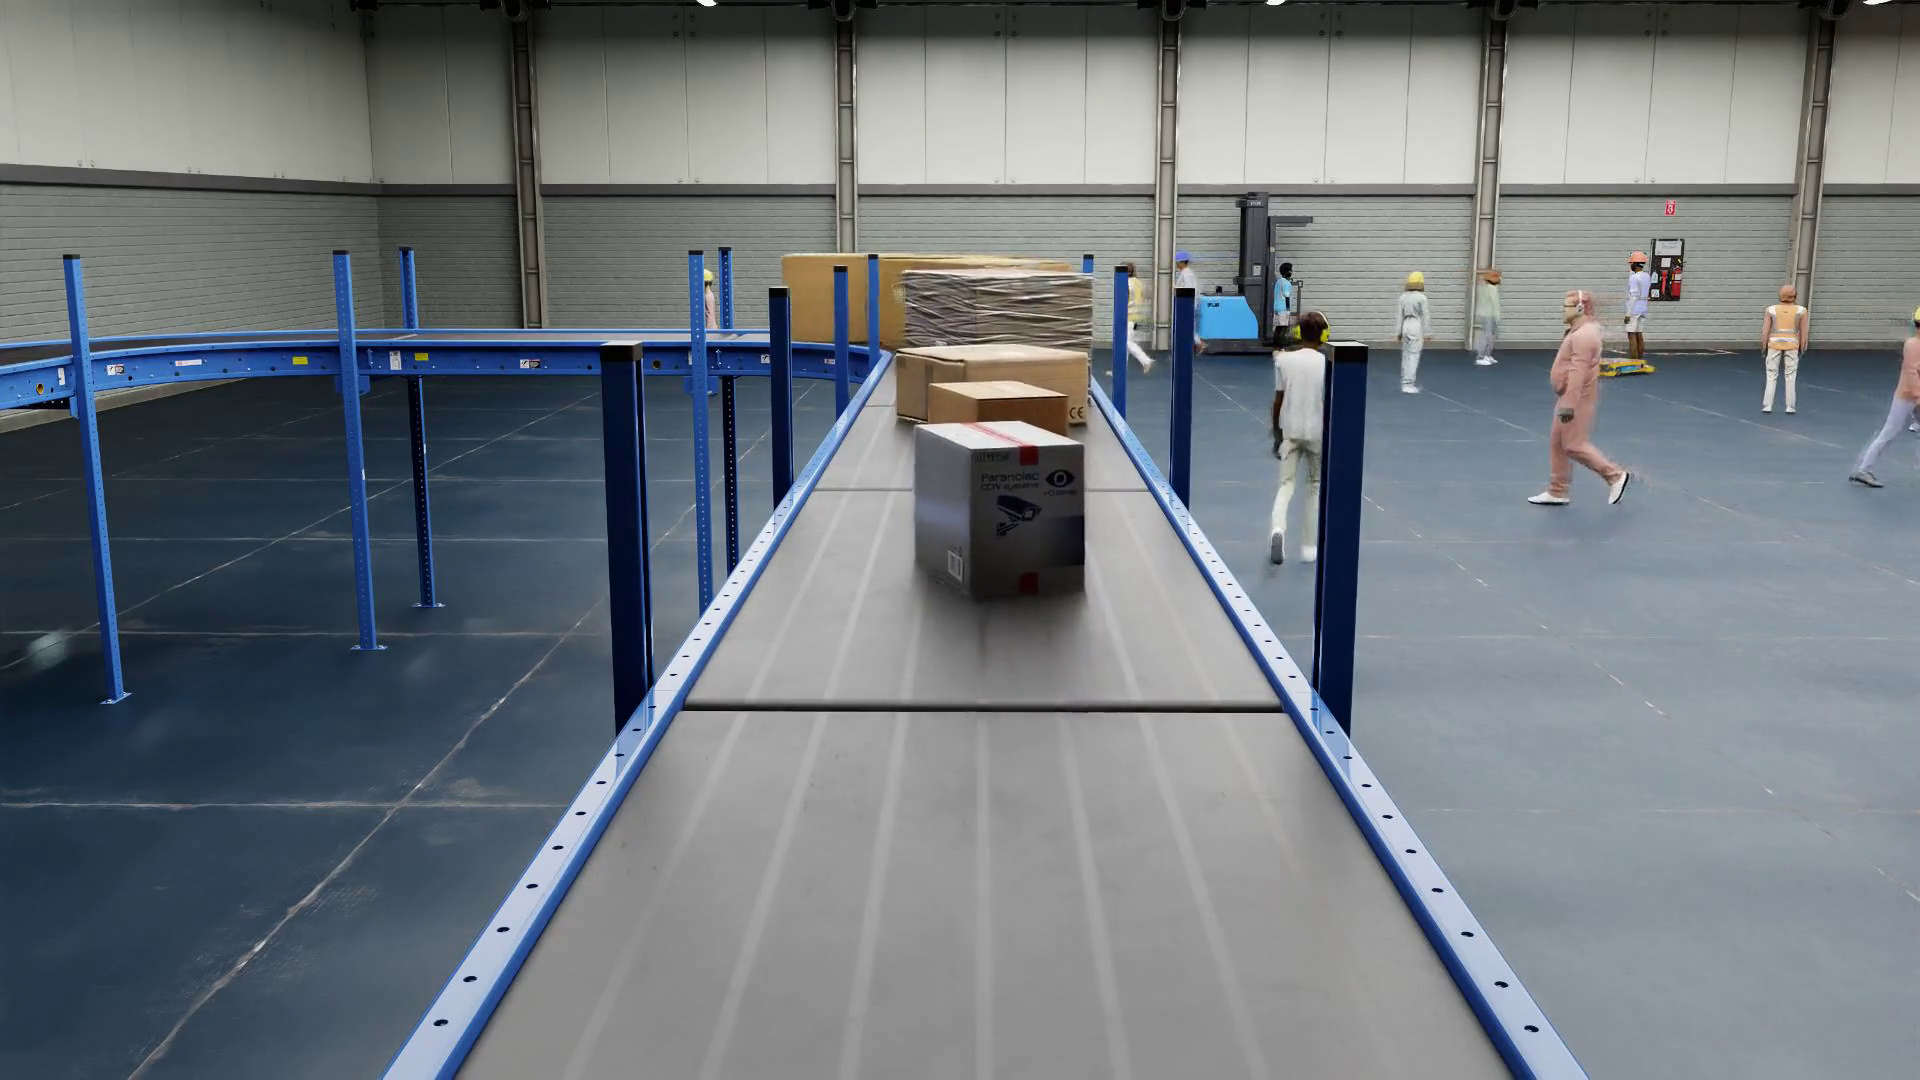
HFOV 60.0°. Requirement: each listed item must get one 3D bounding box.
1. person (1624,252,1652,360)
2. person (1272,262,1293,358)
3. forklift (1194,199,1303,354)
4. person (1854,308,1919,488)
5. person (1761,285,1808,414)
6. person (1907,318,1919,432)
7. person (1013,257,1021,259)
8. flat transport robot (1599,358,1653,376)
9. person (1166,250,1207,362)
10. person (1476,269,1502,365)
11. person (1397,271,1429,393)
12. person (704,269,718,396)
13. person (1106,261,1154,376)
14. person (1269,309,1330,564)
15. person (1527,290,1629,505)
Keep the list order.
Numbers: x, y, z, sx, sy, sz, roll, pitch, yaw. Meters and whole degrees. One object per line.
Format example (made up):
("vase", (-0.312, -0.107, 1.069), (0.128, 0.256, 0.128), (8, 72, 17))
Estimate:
("person", (10.982, -3.716, 27.090), (0.553, 1.935, 0.363), (-10, 15, -41))
("person", (5.747, -4.078, 29.562), (0.318, 1.697, 0.540), (-2, 11, -9))
("forklift", (5.313, -4.851, 30.603), (1.873, 2.768, 1.129), (0, 11, 1))
("person", (8.778, -1.308, 15.294), (0.527, 1.721, 0.923), (-8, 14, -36))
("person", (10.535, -2.437, 21.289), (0.523, 1.636, 0.311), (5, 12, 24))
("person", (11.384, -2.085, 19.506), (0.513, 1.626, 0.404), (9, 14, 40))
("person", (0.954, -3.723, 27.376), (0.346, 1.841, 0.506), (3, 11, 16))
("flat transport robot", (10.466, -2.788, 26.723), (1.431, 0.197, 0.652), (-9, 14, -38))
("person", (3.944, -4.064, 28.888), (0.601, 1.927, 0.622), (1, 11, 3))
("person", (9.053, -3.781, 28.262), (0.535, 1.618, 0.515), (2, 11, 11))
("person", (6.515, -2.993, 23.905), (0.342, 1.746, 0.494), (-7, 13, -33))
("person", (-3.580, -2.933, 23.498), (0.305, 1.772, 0.525), (-2, 11, -12))
("person", (2.685, -3.464, 26.104), (0.788, 1.823, 0.625), (6, 12, 27))
("person", (2.452, -0.727, 11.982), (0.520, 1.842, 0.744), (5, 12, 25))
("person", (5.385, -1.212, 14.366), (0.722, 1.883, 0.647), (3, 11, 13))
